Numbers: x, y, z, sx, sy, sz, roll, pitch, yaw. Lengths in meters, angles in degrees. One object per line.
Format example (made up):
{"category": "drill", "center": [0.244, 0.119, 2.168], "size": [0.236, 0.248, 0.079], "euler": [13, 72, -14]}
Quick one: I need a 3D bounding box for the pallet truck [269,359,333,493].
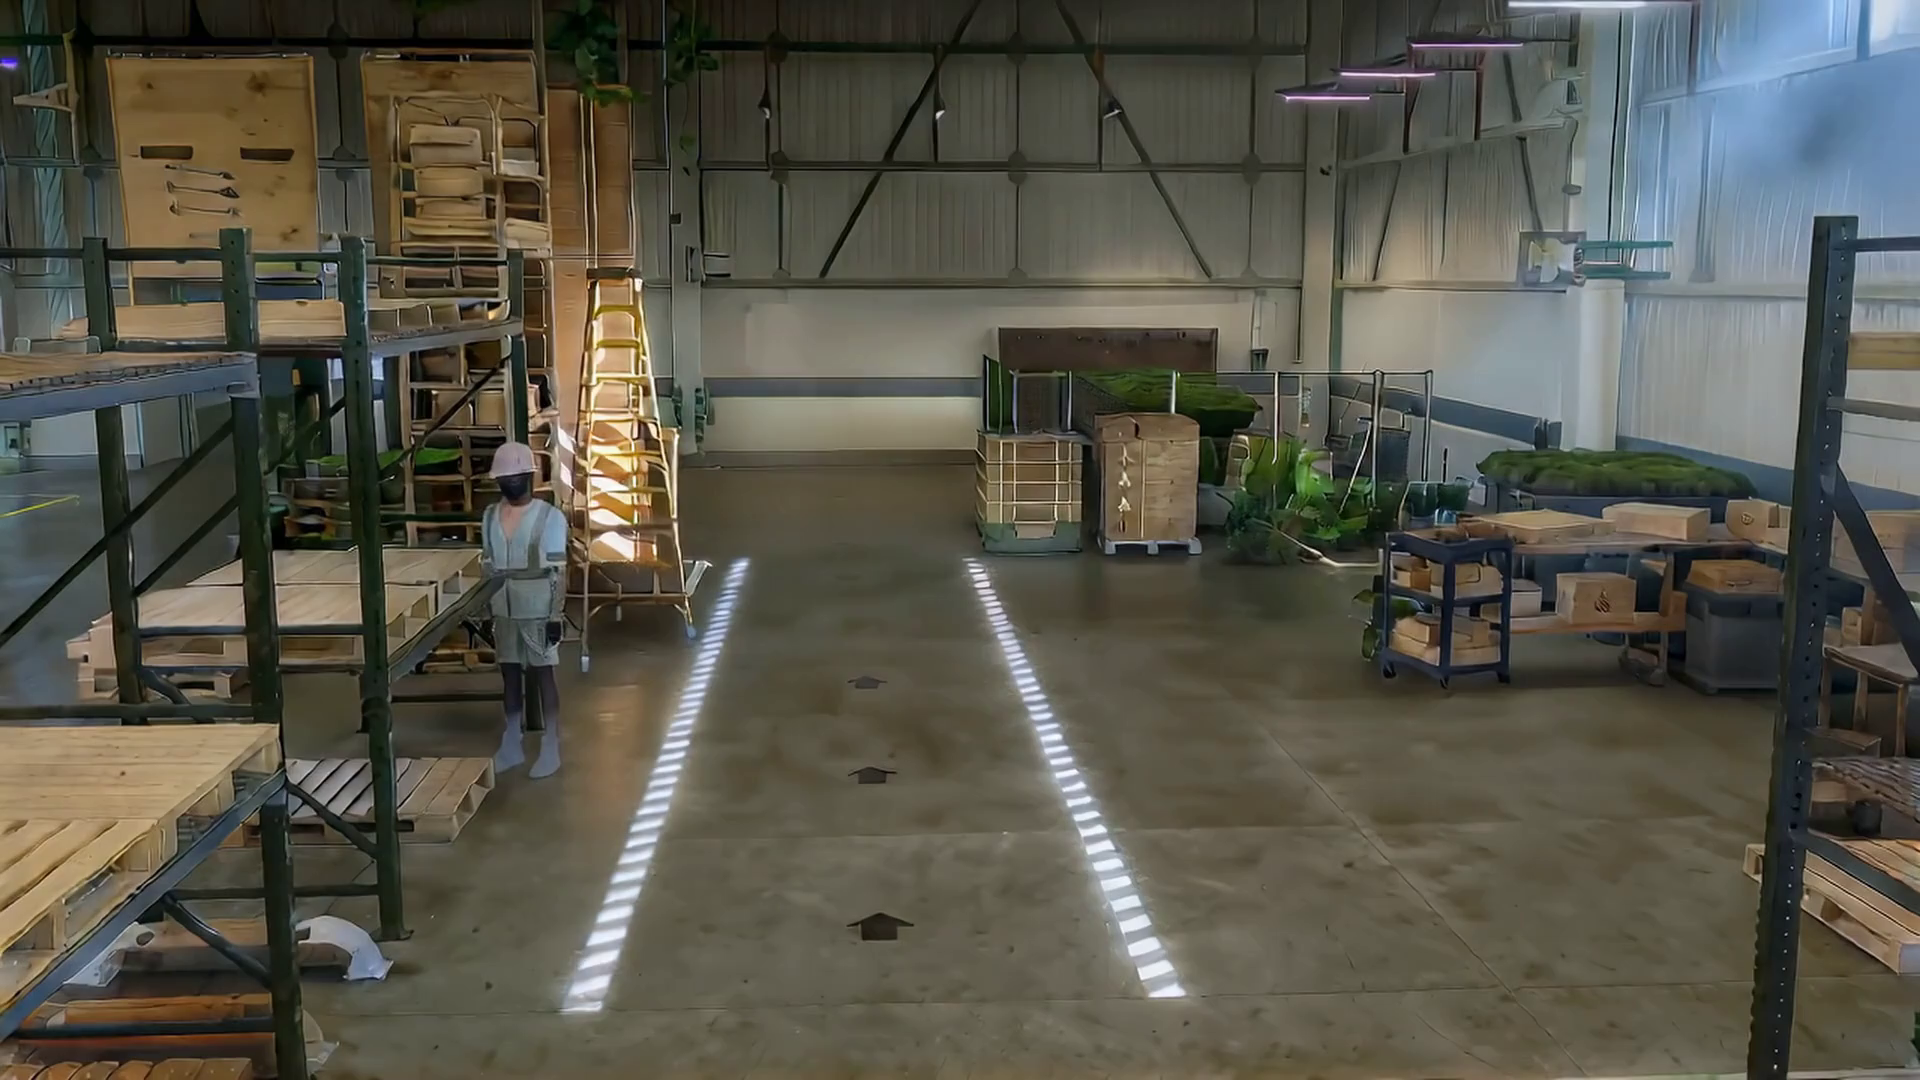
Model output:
{"category": "pallet truck", "center": [-7.062, -1.131, 18.996], "size": [1.885, 1.965, 0.823], "euler": [2, 9, 13]}

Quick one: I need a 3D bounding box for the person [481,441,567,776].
{"category": "person", "center": [-2.529, 0.397, 9.586], "size": [0.545, 1.939, 0.354], "euler": [3, 9, 17]}
